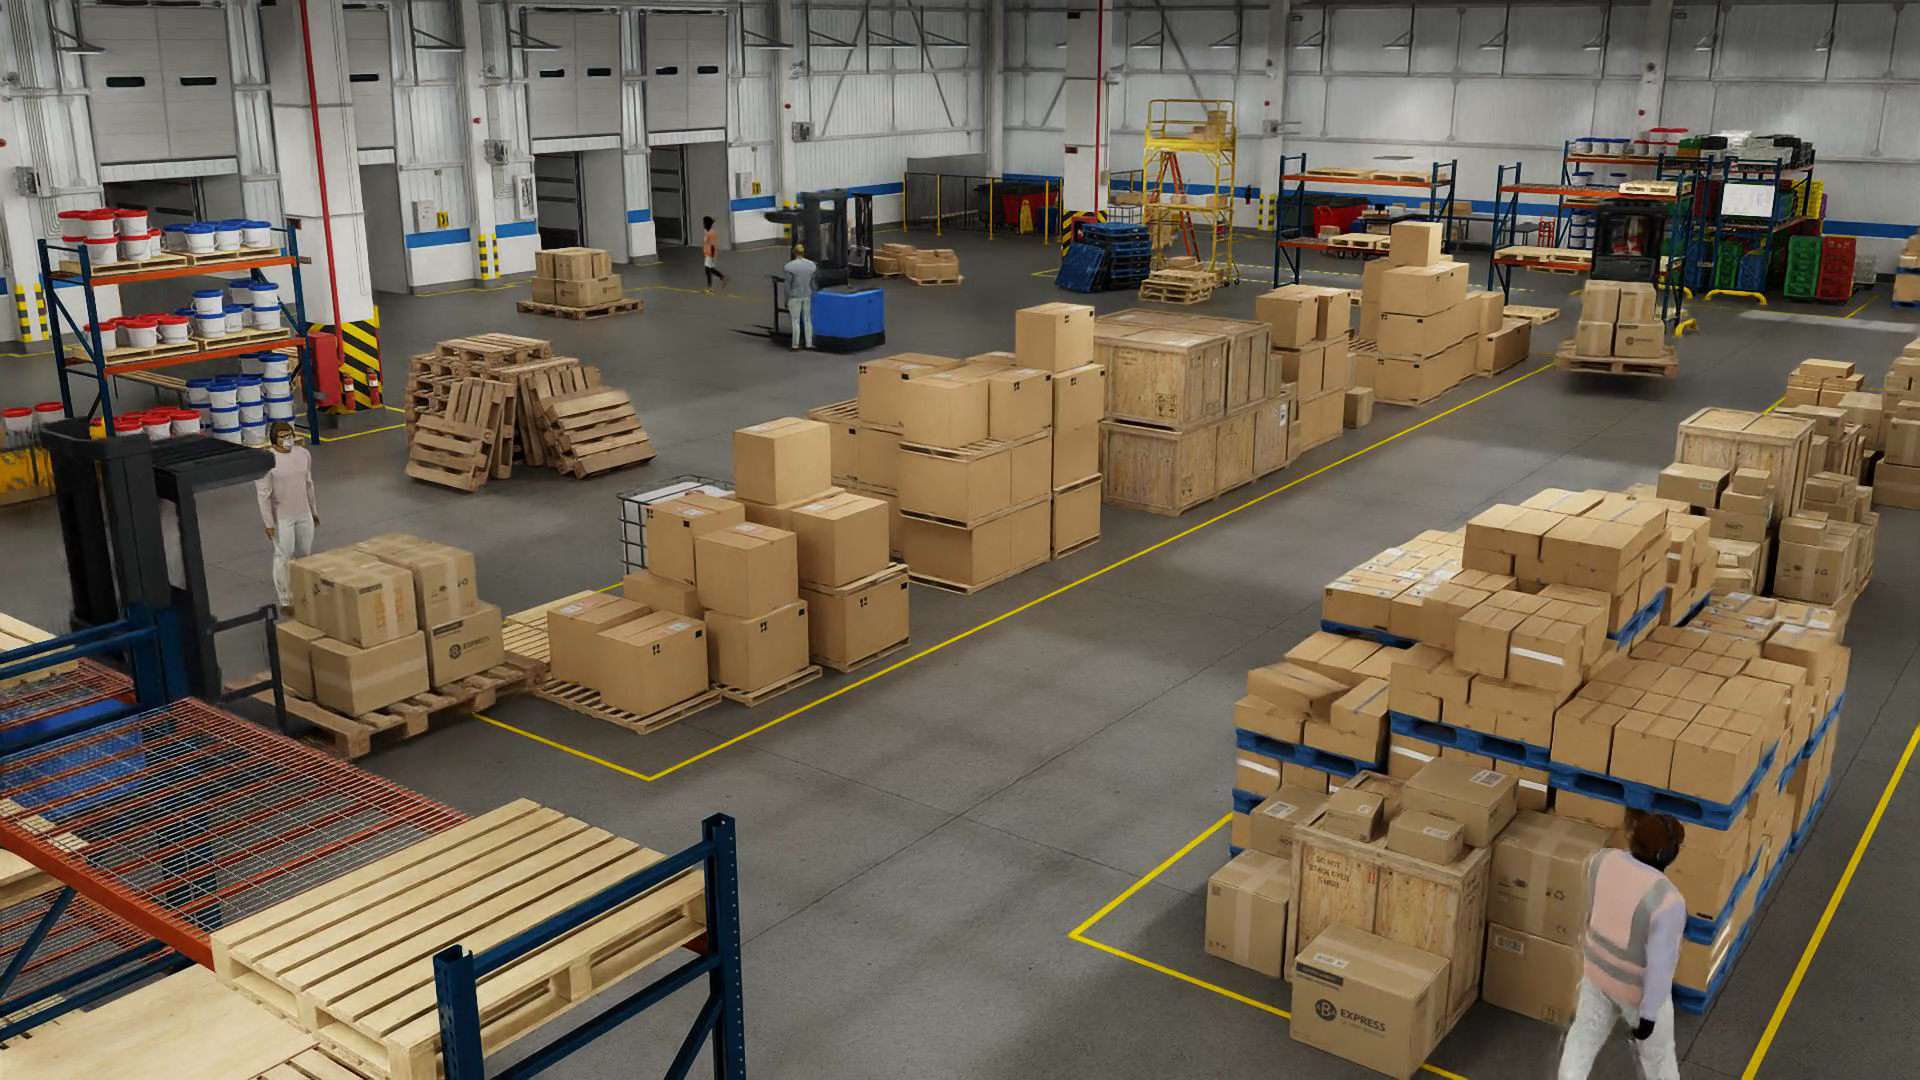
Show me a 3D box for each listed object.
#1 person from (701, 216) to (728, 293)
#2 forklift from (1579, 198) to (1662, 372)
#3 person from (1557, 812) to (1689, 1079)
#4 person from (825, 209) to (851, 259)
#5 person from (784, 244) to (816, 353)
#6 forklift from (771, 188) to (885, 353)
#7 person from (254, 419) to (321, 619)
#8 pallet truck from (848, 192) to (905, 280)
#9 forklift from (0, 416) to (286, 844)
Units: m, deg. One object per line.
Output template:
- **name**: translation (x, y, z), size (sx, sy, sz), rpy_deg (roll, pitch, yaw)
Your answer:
- **person**: translation (-5.454, -6.309, 36.699), size (0.568, 1.679, 0.540), rpy_deg (-6, 18, -18)
- **forklift**: translation (11.307, -4.404, 28.356), size (1.129, 2.768, 1.873), rpy_deg (6, 18, 20)
- **person**: translation (3.419, 2.195, 8.368), size (0.922, 1.793, 0.620), rpy_deg (-7, 18, -22)
- **person**: translation (-2.728, -6.607, 37.300), size (0.582, 1.919, 0.397), rpy_deg (0, 17, 1)
- **person**: translation (-2.845, -4.309, 29.671), size (0.634, 1.930, 0.384), rpy_deg (-9, 19, -29)
- **forklift**: translation (-2.376, -4.890, 29.967), size (1.873, 2.768, 1.129), rpy_deg (12, 21, 35)
- **person**: translation (-6.480, -0.220, 16.105), size (0.368, 1.940, 0.633), rpy_deg (9, 19, 27)
- **pallet truck**: translation (-1.936, -7.159, 38.982), size (1.885, 1.965, 0.823), rpy_deg (-12, 21, -34)
- **forklift**: translation (-6.044, 0.544, 11.973), size (1.129, 2.768, 1.873), rpy_deg (12, 21, 35)
